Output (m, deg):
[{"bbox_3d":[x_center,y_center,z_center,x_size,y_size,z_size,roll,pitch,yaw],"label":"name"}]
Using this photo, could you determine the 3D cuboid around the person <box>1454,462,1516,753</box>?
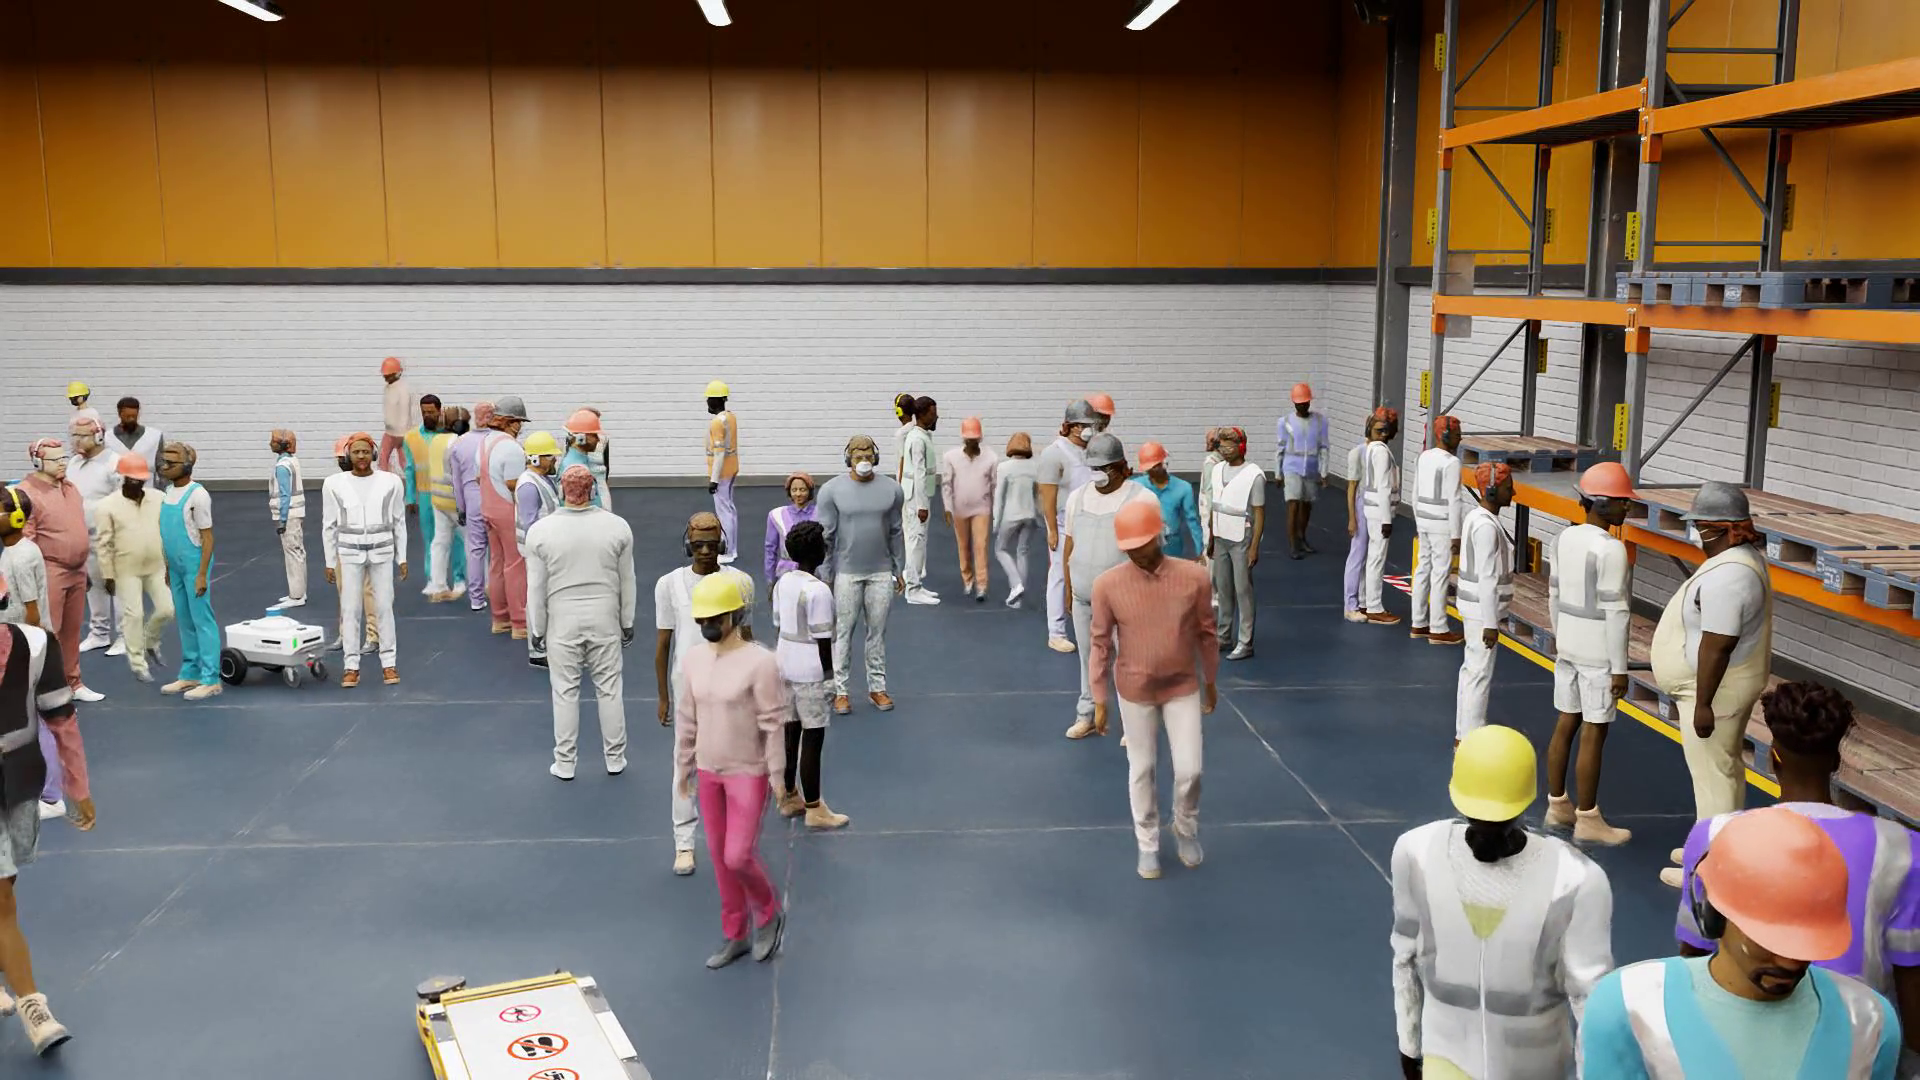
[{"bbox_3d":[3.250,0.456,10.287,0.345,1.882,0.584,2,9,11],"label":"person"}]

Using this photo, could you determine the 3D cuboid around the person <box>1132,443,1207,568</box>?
[{"bbox_3d":[1.612,0.086,13.145,0.691,1.697,0.729,0,9,2],"label":"person"}]

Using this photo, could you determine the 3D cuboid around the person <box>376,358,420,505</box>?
[{"bbox_3d":[-7.427,-1.387,21.677,0.657,1.951,0.842,8,12,40],"label":"person"}]

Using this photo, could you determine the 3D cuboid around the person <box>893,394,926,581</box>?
[{"bbox_3d":[-0.517,-0.517,16.461,0.330,1.865,0.518,4,10,25],"label":"person"}]

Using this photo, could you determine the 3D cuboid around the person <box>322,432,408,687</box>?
[{"bbox_3d":[-4.376,0.141,12.258,0.583,1.882,0.337,-3,10,-19],"label":"person"}]

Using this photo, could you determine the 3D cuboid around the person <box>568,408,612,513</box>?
[{"bbox_3d":[-3.927,-0.600,17.800,0.529,1.606,0.783,-7,12,-39],"label":"person"}]

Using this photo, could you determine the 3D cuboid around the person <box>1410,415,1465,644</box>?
[{"bbox_3d":[3.943,-0.088,13.705,0.352,1.883,0.576,-3,9,-17],"label":"person"}]

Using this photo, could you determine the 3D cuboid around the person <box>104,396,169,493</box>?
[{"bbox_3d":[-7.920,-0.448,15.945,0.623,1.890,0.664,-4,10,-24],"label":"person"}]

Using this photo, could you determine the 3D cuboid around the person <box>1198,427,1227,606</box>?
[{"bbox_3d":[2.343,-0.221,15.298,0.313,1.639,0.517,3,10,18],"label":"person"}]

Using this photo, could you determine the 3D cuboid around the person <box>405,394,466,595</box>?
[{"bbox_3d":[-4.954,-0.431,15.790,0.592,1.913,0.394,0,9,-1],"label":"person"}]

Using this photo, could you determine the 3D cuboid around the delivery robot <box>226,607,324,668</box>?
[{"bbox_3d":[-5.086,0.743,12.352,0.707,0.478,0.477,4,10,21],"label":"delivery robot"}]

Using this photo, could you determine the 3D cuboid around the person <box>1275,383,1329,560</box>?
[{"bbox_3d":[3.644,-0.752,17.871,0.563,1.901,0.724,-1,9,-4],"label":"person"}]

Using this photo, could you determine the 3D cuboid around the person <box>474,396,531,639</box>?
[{"bbox_3d":[-3.728,-0.205,13.944,0.535,2.000,0.674,-8,12,-40],"label":"person"}]

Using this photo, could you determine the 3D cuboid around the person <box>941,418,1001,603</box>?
[{"bbox_3d":[0.108,-0.284,15.490,0.552,1.695,0.881,1,9,5],"label":"person"}]

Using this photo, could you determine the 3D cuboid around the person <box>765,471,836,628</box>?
[{"bbox_3d":[-1.132,0.322,11.900,0.522,1.637,0.305,-1,9,-6],"label":"person"}]

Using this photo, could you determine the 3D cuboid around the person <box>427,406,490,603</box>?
[{"bbox_3d":[-4.584,-0.338,15.469,0.657,1.811,0.803,9,13,44],"label":"person"}]

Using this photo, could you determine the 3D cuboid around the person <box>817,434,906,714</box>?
[{"bbox_3d":[-0.677,0.232,11.520,0.636,1.938,0.355,-3,10,-20],"label":"person"}]

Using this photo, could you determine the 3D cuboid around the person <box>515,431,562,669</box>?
[{"bbox_3d":[-3.213,0.073,12.847,0.404,1.830,0.602,-1,9,-3],"label":"person"}]

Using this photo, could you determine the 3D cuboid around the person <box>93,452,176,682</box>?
[{"bbox_3d":[-6.111,0.198,12.387,0.468,1.725,0.578,7,12,38],"label":"person"}]

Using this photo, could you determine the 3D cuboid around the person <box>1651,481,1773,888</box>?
[{"bbox_3d":[3.711,0.701,8.259,0.535,2.000,0.683,6,11,35],"label":"person"}]

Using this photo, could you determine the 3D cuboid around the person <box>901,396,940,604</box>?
[{"bbox_3d":[-0.378,-0.372,15.380,0.372,1.916,0.596,0,9,-3],"label":"person"}]

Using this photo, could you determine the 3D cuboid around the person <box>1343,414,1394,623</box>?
[{"bbox_3d":[3.587,-0.202,14.546,0.516,1.842,0.324,-6,11,-34],"label":"person"}]

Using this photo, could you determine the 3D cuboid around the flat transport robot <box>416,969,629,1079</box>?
[{"bbox_3d":[-1.578,1.922,6.130,0.652,0.197,1.431,-4,10,-25],"label":"flat transport robot"}]

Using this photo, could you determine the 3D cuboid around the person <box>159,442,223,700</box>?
[{"bbox_3d":[-5.526,0.219,11.892,0.507,1.847,0.343,7,11,36],"label":"person"}]

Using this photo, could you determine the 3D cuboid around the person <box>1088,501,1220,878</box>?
[{"bbox_3d":[0.959,0.755,8.232,0.651,1.943,0.590,0,9,2],"label":"person"}]

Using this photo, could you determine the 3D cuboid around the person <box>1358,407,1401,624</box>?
[{"bbox_3d":[3.657,-0.215,14.495,0.356,1.885,0.574,0,9,0],"label":"person"}]

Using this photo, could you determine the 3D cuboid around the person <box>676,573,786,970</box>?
[{"bbox_3d":[-1.014,1.008,7.206,0.558,1.751,0.360,6,11,31],"label":"person"}]

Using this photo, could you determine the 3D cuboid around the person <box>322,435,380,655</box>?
[{"bbox_3d":[-4.867,0.037,13.308,0.563,1.755,0.318,3,10,20],"label":"person"}]

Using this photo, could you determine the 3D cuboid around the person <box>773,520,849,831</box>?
[{"bbox_3d":[-0.839,0.733,9.126,0.322,1.699,0.533,-6,11,-32],"label":"person"}]

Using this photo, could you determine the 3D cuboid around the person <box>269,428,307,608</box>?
[{"bbox_3d":[-6.132,-0.204,15.182,0.309,1.645,0.514,-2,9,-14],"label":"person"}]

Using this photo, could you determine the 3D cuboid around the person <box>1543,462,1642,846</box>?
[{"bbox_3d":[3.382,0.601,8.883,0.377,2.042,0.605,-2,9,-12],"label":"person"}]

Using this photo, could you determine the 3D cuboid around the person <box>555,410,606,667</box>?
[{"bbox_3d":[-2.927,-0.012,12.911,0.407,1.987,0.615,-1,9,-8],"label":"person"}]

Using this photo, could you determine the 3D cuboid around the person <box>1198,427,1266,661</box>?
[{"bbox_3d":[2.177,0.022,13.147,0.379,1.838,0.570,-6,11,-32],"label":"person"}]

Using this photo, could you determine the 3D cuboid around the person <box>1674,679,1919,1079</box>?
[{"bbox_3d":[2.265,1.342,4.498,0.654,1.949,0.420,3,10,21],"label":"person"}]

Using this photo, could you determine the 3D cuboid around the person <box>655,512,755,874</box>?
[{"bbox_3d":[-1.279,0.769,8.437,0.513,1.845,0.335,-3,10,-18],"label":"person"}]

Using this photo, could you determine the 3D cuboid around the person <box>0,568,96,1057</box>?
[{"bbox_3d":[-3.774,1.005,6.540,1.015,1.982,0.632,7,12,39],"label":"person"}]

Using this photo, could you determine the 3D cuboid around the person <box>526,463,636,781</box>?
[{"bbox_3d":[-2.268,0.492,9.990,0.642,1.909,0.409,-3,10,-20],"label":"person"}]

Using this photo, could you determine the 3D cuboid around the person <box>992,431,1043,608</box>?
[{"bbox_3d":[0.525,-0.181,15.097,0.534,1.612,0.367,-5,10,-27],"label":"person"}]

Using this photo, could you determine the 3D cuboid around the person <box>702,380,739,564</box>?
[{"bbox_3d":[-2.514,-0.709,17.464,0.366,1.927,0.585,1,9,5],"label":"person"}]

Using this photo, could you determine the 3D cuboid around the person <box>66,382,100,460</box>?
[{"bbox_3d":[-10.510,-1.022,19.969,0.524,1.761,0.339,5,10,28],"label":"person"}]

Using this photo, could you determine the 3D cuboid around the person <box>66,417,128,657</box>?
[{"bbox_3d":[-6.864,-0.027,13.243,0.642,1.911,0.399,4,10,24],"label":"person"}]

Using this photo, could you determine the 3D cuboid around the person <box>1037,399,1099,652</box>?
[{"bbox_3d":[0.986,-0.126,13.452,0.677,2.000,0.536,-8,12,-41],"label":"person"}]

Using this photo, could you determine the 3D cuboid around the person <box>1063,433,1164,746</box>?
[{"bbox_3d":[0.943,0.306,10.739,0.690,2.000,0.535,5,10,30],"label":"person"}]

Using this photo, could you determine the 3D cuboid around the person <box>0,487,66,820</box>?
[{"bbox_3d":[-5.208,0.632,9.223,0.328,1.873,0.515,-6,11,-33],"label":"person"}]

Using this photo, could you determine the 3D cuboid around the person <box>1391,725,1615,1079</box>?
[{"bbox_3d":[1.429,1.393,4.456,0.616,1.858,1.013,5,10,28],"label":"person"}]

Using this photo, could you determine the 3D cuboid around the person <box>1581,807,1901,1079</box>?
[{"bbox_3d":[1.512,1.499,3.266,0.605,2.035,0.389,0,9,2],"label":"person"}]

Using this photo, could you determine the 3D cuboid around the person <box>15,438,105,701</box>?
[{"bbox_3d":[-6.265,0.241,11.567,0.407,1.906,0.655,1,9,5],"label":"person"}]
